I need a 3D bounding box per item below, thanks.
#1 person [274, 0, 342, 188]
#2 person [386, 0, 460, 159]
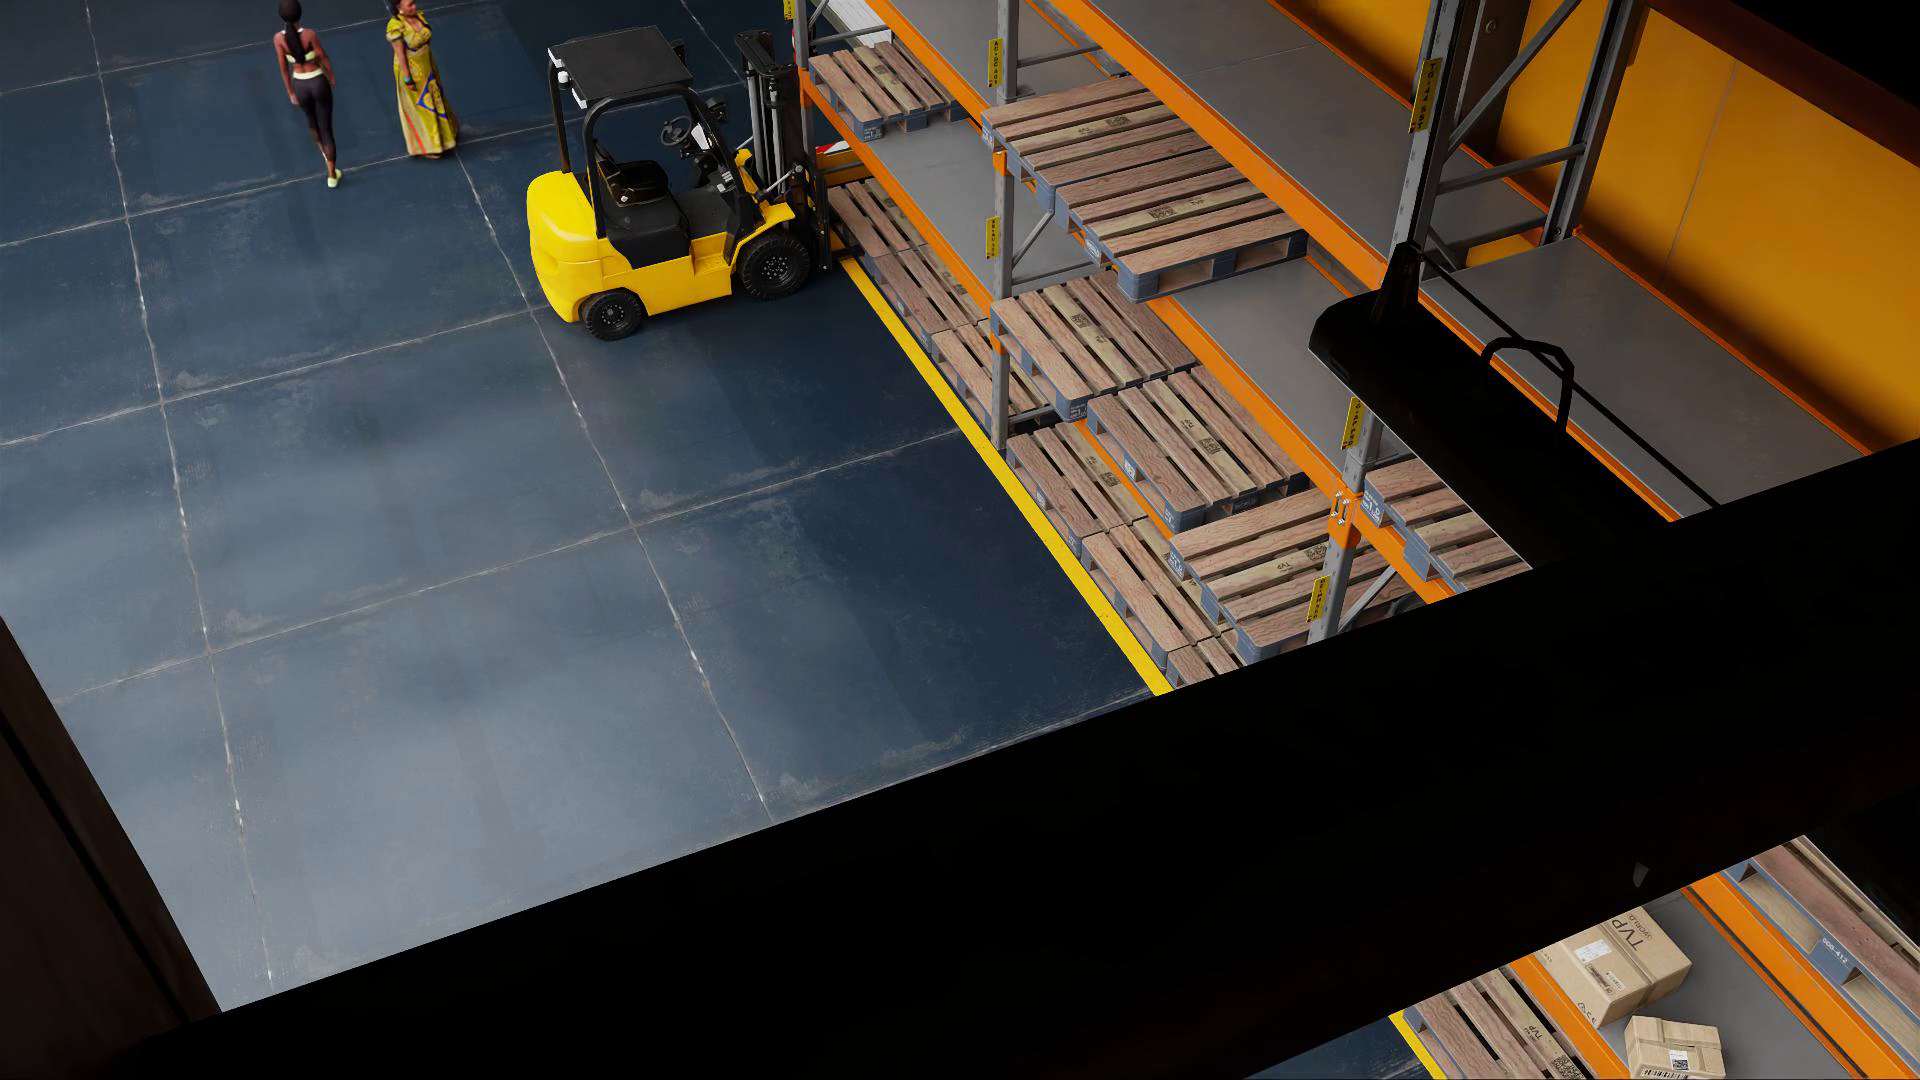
[{"bbox_3d":[-5.910,-4.033,15.170,0.746,1.725,1.017,-5,44,-6],"label":"person"},{"bbox_3d":[-5.098,-4.410,15.614,1.057,1.657,0.989,13,45,13],"label":"person"}]
